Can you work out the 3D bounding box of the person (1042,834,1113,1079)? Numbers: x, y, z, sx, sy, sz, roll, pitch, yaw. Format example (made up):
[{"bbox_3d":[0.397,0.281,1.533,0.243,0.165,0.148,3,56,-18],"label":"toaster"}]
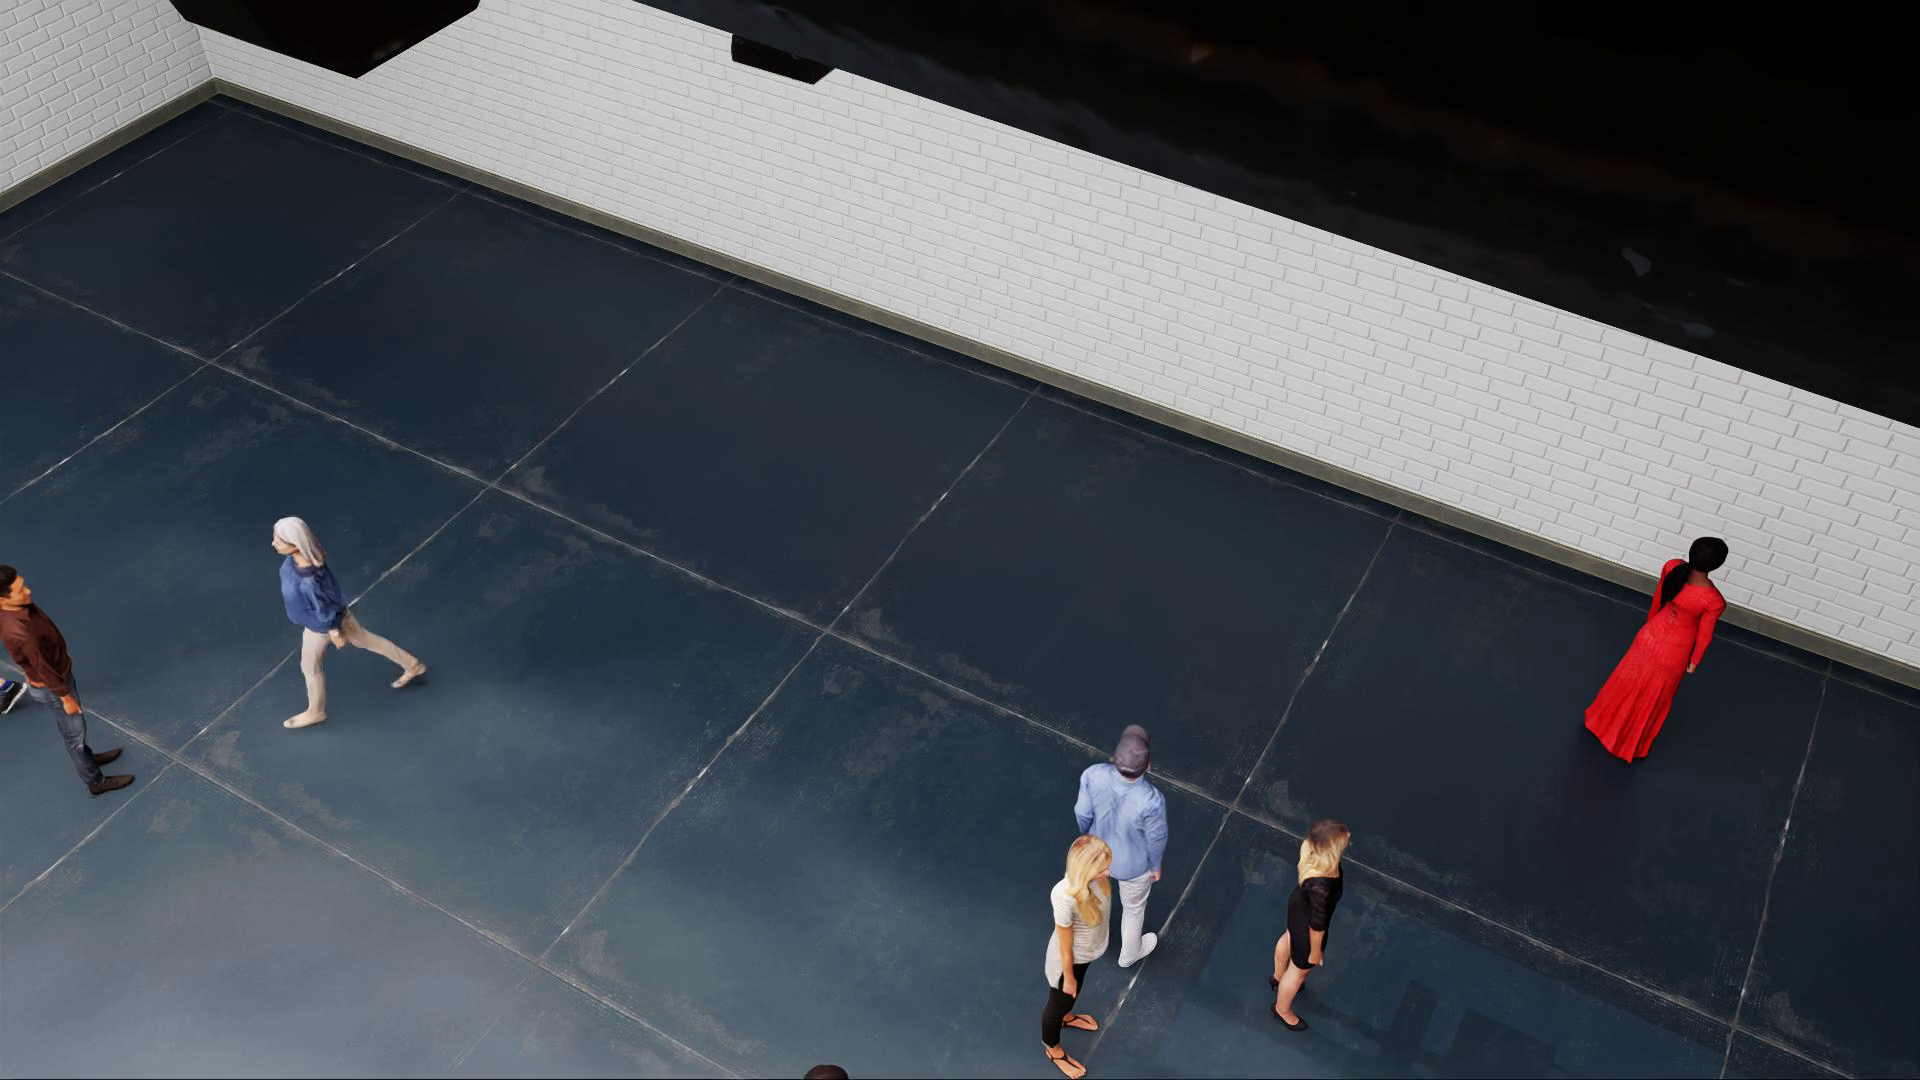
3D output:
[{"bbox_3d":[0.575,2.088,8.509,0.704,1.822,0.527,14,45,14],"label":"person"}]

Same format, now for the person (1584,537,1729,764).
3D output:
[{"bbox_3d":[4.249,0.648,10.058,0.826,1.781,0.791,-19,47,-19],"label":"person"}]

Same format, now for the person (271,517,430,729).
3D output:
[{"bbox_3d":[-3.846,0.464,10.344,1.195,1.654,1.106,-13,45,-13],"label":"person"}]

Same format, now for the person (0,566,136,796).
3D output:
[{"bbox_3d":[-5.391,0.831,9.860,0.678,1.778,0.715,-25,49,-24],"label":"person"}]

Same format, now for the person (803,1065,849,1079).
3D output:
[{"bbox_3d":[-0.617,2.919,7.766,0.644,1.643,0.637,-22,48,-22],"label":"person"}]

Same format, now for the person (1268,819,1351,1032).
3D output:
[{"bbox_3d":[1.823,1.989,8.719,0.671,1.676,0.526,4,44,5],"label":"person"}]

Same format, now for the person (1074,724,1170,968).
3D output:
[{"bbox_3d":[0.864,1.657,8.916,0.654,1.885,0.557,24,48,23],"label":"person"}]
